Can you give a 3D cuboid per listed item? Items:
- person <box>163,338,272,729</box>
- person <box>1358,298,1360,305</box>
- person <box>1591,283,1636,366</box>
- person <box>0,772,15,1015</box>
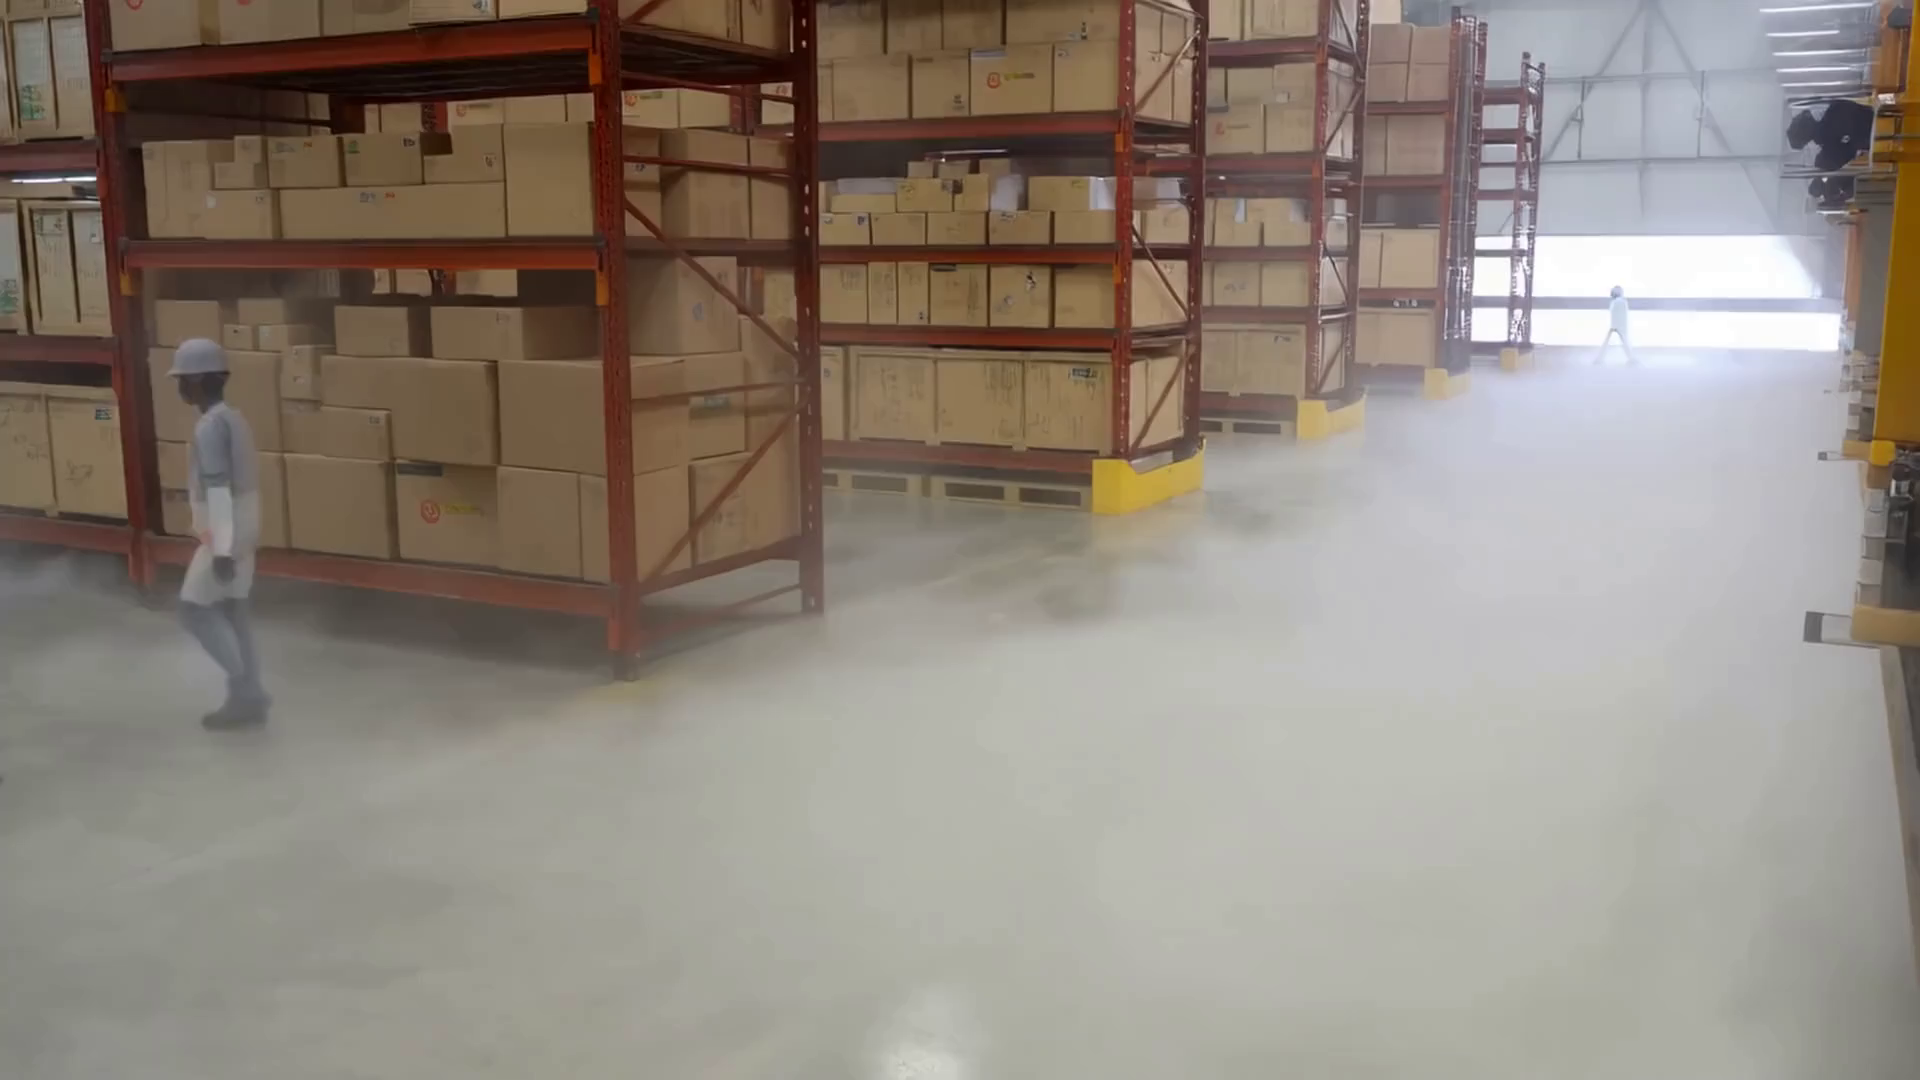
[{"bbox_3d":[-3.608,-0.013,8.088,0.408,1.923,0.586,-2,10,-13],"label":"person"},{"bbox_3d":[9.367,-5.361,39.604,0.340,1.733,0.479,-1,10,-4],"label":"person"},{"bbox_3d":[13.665,-4.473,34.554,0.563,1.707,0.912,-7,12,-34],"label":"person"},{"bbox_3d":[-3.095,0.594,4.623,0.616,1.904,0.951,4,11,24],"label":"person"}]
